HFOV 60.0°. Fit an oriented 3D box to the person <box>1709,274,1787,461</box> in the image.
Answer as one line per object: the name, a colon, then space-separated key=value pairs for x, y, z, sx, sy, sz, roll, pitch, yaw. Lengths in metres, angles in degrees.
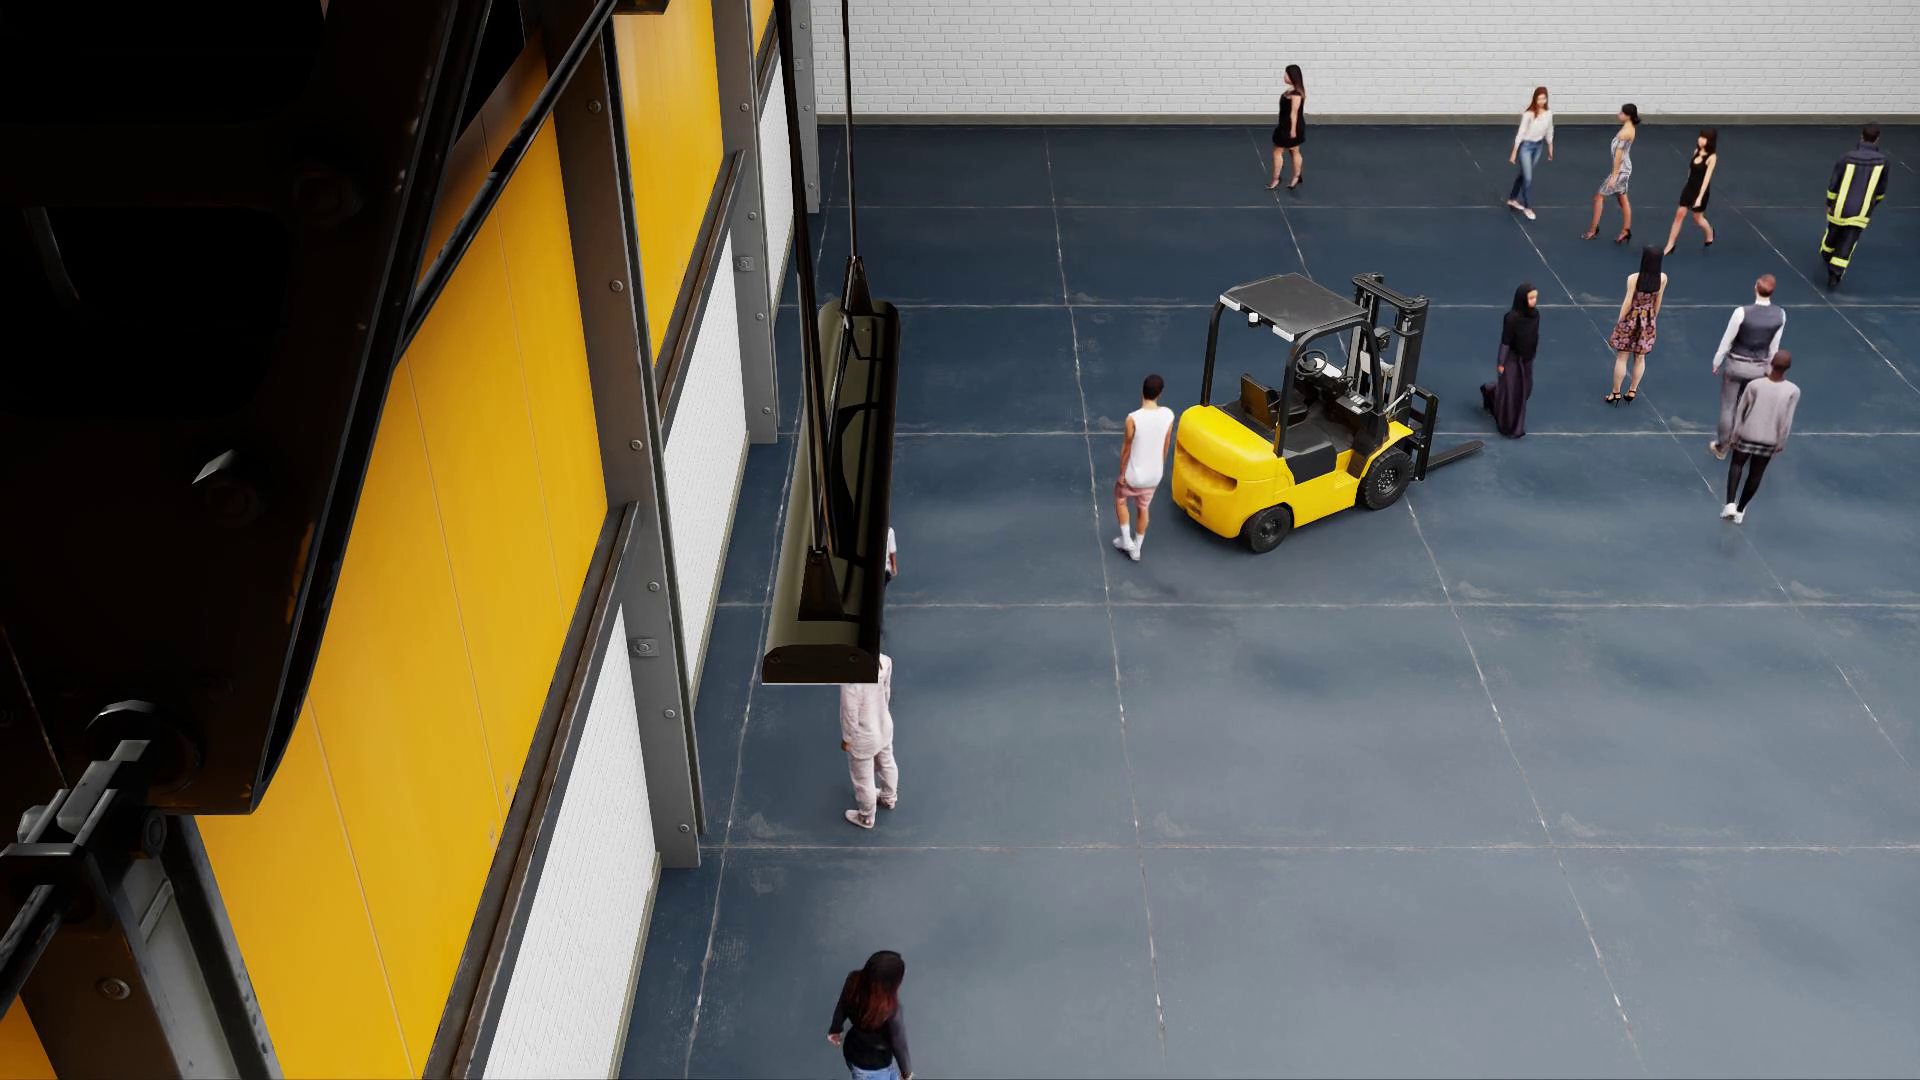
person: x=7.635 y=-1.634 z=16.120 sx=0.709 sy=1.921 sz=0.657 roll=4 pitch=34 yaw=6

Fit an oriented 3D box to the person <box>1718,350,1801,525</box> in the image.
person: x=7.272 y=-0.886 z=15.137 sx=0.795 sy=1.763 sz=0.884 roll=15 pitch=36 yaw=21

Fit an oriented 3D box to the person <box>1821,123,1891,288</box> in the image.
person: x=10.501 y=-3.892 z=19.563 sx=1.137 sy=1.870 sz=1.354 roll=16 pitch=37 yaw=22

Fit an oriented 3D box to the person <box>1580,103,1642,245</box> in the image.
person: x=8.206 y=-4.461 z=20.488 sx=0.931 sy=1.794 sz=0.901 roll=20 pitch=39 yaw=27

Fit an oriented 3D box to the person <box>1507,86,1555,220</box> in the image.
person: x=7.290 y=-5.042 z=21.448 sx=0.865 sy=1.698 sz=0.972 roll=-14 pitch=36 yaw=-20

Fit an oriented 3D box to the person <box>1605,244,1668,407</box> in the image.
person: x=6.952 y=-2.209 z=17.118 sx=0.684 sy=1.773 sz=0.691 roll=-4 pitch=34 yaw=-5

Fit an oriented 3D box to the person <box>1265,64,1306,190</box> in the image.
person: x=4.486 y=-5.449 z=22.060 sx=0.820 sy=1.699 sz=0.736 roll=10 pitch=35 yaw=15

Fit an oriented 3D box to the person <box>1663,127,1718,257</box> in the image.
person: x=9.047 y=-4.218 z=20.278 sx=0.867 sy=1.622 sz=1.019 roll=-12 pitch=36 yaw=-18

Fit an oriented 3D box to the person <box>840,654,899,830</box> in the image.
person: x=-0.645 y=1.330 z=11.868 sx=0.783 sy=1.692 sz=0.705 roll=25 pitch=41 yaw=32

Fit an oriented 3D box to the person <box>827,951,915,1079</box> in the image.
person: x=-0.585 y=2.991 z=9.465 sx=1.131 sy=1.584 sz=1.134 roll=-26 pitch=41 yaw=-33

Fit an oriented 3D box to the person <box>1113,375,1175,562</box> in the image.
person: x=1.638 y=-0.567 z=14.665 sx=0.776 sy=1.755 sz=0.789 roll=-13 pitch=36 yaw=-18

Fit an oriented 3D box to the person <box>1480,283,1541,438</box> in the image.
person: x=5.553 y=-1.859 z=16.749 sx=0.869 sy=1.600 sz=1.039 roll=-16 pitch=37 yaw=-22
